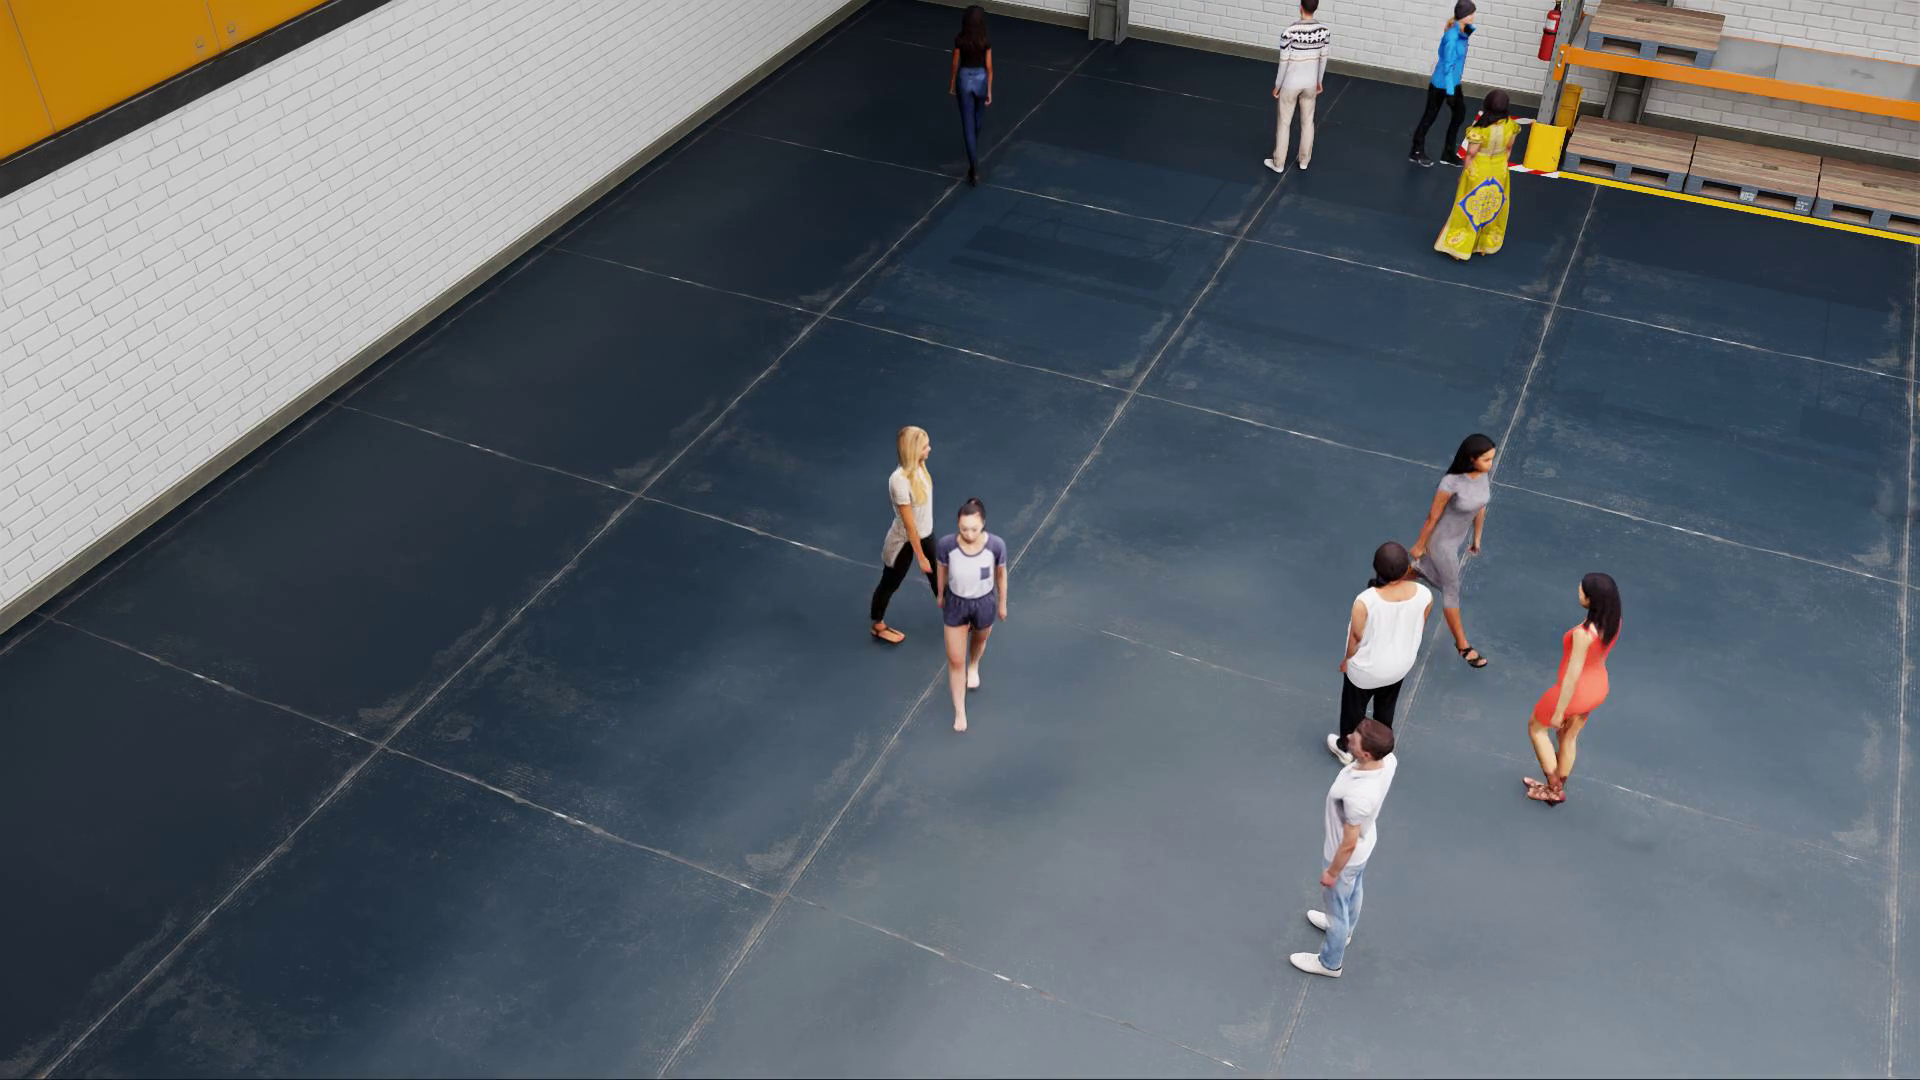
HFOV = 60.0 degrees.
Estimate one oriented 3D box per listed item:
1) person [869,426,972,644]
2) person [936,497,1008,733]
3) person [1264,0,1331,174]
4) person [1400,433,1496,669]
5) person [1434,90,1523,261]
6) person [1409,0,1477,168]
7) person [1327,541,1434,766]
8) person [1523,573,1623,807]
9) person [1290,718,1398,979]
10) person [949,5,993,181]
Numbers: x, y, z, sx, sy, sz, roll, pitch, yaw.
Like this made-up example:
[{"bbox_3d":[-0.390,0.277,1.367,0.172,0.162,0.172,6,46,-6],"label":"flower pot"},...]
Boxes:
[{"bbox_3d":[-0.443,0.006,11.112,1.104,1.792,0.734,9,40,11],"label":"person"},{"bbox_3d":[0.068,0.378,10.787,1.013,1.616,0.940,-1,39,-1],"label":"person"},{"bbox_3d":[3.438,-4.640,16.874,0.735,1.860,0.824,-9,39,-11],"label":"person"},{"bbox_3d":[3.184,-0.011,11.191,0.950,1.720,1.242,-25,45,-28],"label":"person"},{"bbox_3d":[4.875,-3.401,15.483,0.983,1.661,1.061,-10,40,-12],"label":"person"},{"bbox_3d":[4.858,-4.648,16.951,0.893,1.777,0.756,29,47,32],"label":"person"},{"bbox_3d":[2.585,0.701,10.325,0.739,1.687,0.826,-7,39,-9],"label":"person"},{"bbox_3d":[3.768,0.980,9.975,0.719,1.688,0.745,-29,47,-31],"label":"person"},{"bbox_3d":[2.114,1.655,8.999,0.548,1.851,0.655,19,42,22],"label":"person"},{"bbox_3d":[0.126,-4.483,16.819,1.178,1.683,1.061,-4,39,-5],"label":"person"}]
